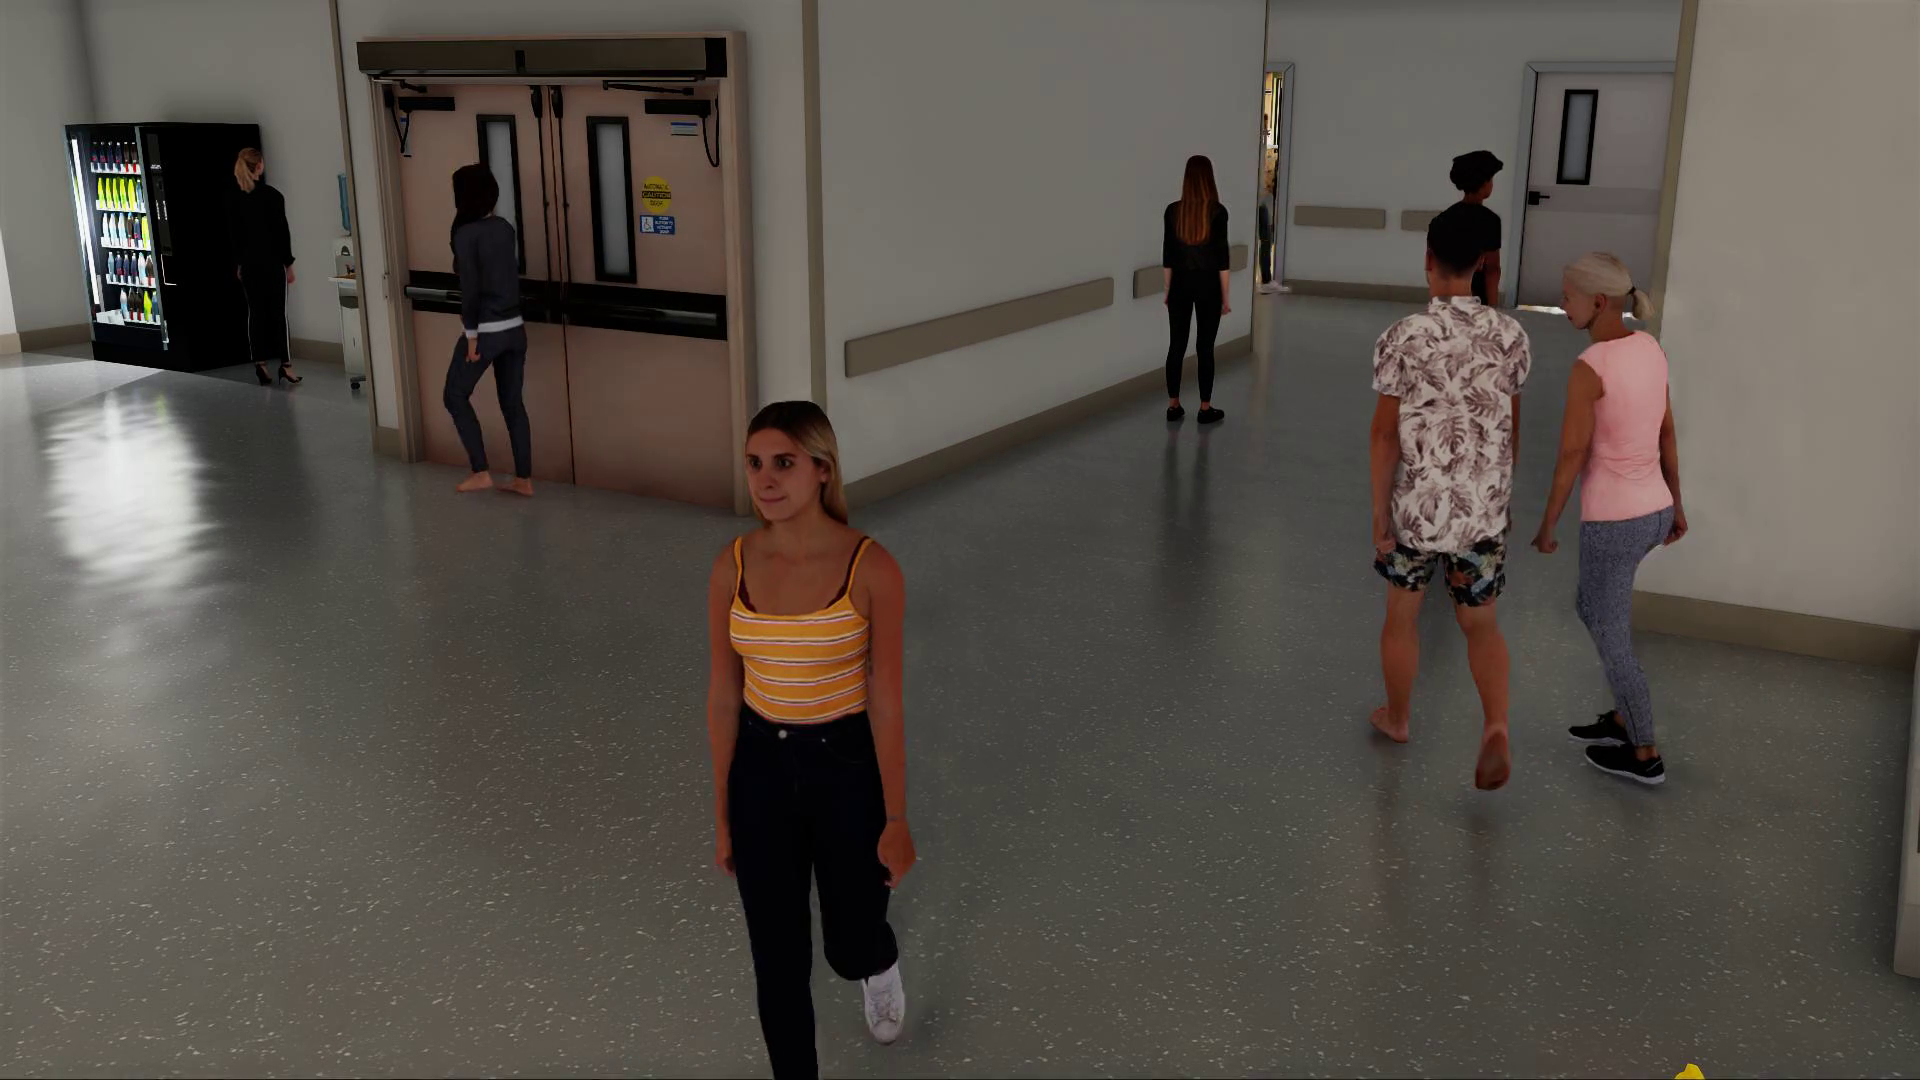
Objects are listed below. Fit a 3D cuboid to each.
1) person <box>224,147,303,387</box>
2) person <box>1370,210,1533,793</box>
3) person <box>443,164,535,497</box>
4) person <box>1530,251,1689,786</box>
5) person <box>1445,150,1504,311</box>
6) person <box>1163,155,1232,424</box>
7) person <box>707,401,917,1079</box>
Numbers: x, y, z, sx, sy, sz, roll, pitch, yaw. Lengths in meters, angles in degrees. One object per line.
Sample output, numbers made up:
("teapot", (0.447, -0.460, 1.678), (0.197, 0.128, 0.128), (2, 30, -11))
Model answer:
("person", (-5.056, -1.975, 12.059), (0.636, 1.707, 0.755), (1, 16, 3))
("person", (1.573, -0.107, 5.273), (1.101, 1.793, 1.033), (0, 16, 1))
("person", (-2.403, -1.087, 8.818), (0.635, 1.755, 0.623), (8, 18, 26))
("person", (2.139, -0.039, 5.238), (0.721, 1.681, 0.776), (-7, 17, -23))
("person", (3.013, -1.433, 10.029), (0.988, 1.765, 1.015), (-9, 18, -28))
("person", (1.520, -1.627, 10.815), (0.457, 1.712, 0.666), (8, 18, 27))
("person", (-0.277, 0.509, 3.422), (0.914, 1.612, 0.802), (4, 16, 14))
